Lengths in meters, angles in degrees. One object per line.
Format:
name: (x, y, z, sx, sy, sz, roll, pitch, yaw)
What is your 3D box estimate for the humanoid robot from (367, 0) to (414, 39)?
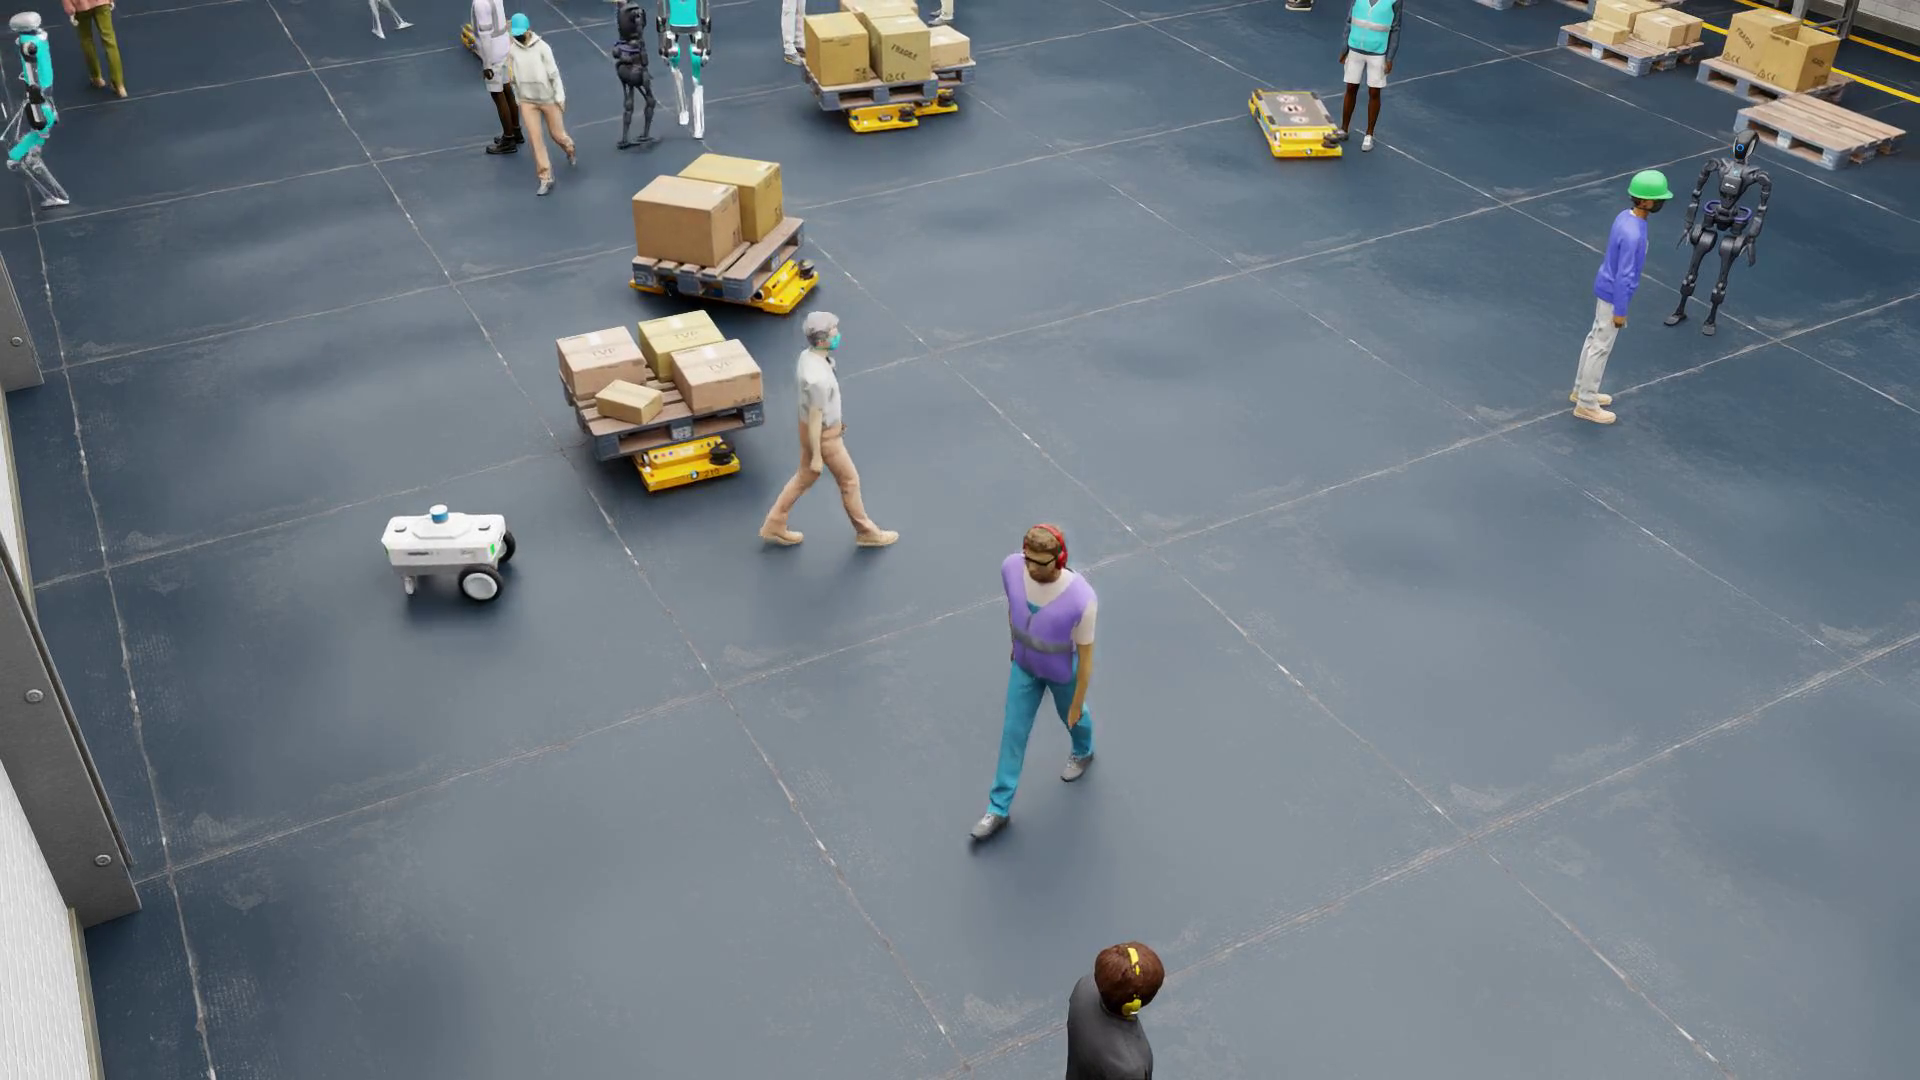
humanoid robot: (-6.613, -6.650, 18.933, 0.869, 1.777, 0.600, -6, 36, -9)

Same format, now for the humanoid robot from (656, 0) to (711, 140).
humanoid robot: (-2.721, -4.935, 16.502, 0.557, 1.783, 0.881, -5, 35, -7)

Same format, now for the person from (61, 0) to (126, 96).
person: (-9.118, -5.609, 17.384, 0.518, 1.805, 0.839, -21, 40, -27)

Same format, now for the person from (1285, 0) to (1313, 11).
person: (4.145, -7.276, 19.637, 0.366, 1.959, 0.603, 10, 36, 14)

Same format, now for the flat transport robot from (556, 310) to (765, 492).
flat transport robot: (-2.115, -0.837, 11.910, 0.659, 0.231, 1.431, -15, 38, -20)

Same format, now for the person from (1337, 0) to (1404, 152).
person: (3.943, -4.732, 16.016, 0.548, 1.941, 0.419, 19, 39, 25)

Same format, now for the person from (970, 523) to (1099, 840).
person: (0.437, 0.656, 8.454, 0.583, 1.787, 0.987, 23, 41, 29)

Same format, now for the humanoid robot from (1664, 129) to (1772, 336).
humanoid robot: (5.904, -2.386, 12.882, 0.599, 1.657, 0.315, 24, 41, 30)

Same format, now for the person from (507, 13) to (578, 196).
person: (-3.842, -4.067, 15.313, 0.504, 1.645, 0.672, 3, 35, 4)

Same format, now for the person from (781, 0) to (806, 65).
person: (-1.788, -6.161, 18.108, 0.355, 1.882, 0.573, 15, 38, 20)

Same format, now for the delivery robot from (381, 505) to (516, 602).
delivery robot: (-3.171, 0.056, 10.401, 0.782, 0.611, 0.521, -1, 35, -2)

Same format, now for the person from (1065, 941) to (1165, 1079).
person: (0.555, 2.171, 6.227, 0.357, 1.869, 0.490, -9, 36, -13)

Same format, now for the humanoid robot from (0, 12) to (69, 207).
humanoid robot: (-8.348, -3.777, 14.859, 0.792, 1.800, 0.536, -8, 36, -11)

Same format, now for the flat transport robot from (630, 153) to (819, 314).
flat transport robot: (-1.967, -2.201, 13.858, 1.431, 0.231, 0.659, 11, 37, 15)

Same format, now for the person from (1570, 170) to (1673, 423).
person: (4.675, -1.735, 11.797, 0.356, 1.874, 0.459, 9, 36, 13)

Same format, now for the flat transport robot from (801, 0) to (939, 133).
flat transport robot: (-0.941, -4.581, 17.257, 0.659, 0.231, 1.431, -10, 36, -14)

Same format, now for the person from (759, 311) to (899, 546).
person: (-0.882, -0.670, 10.424, 0.888, 1.706, 0.491, -6, 35, -9)

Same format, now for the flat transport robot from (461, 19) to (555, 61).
flat transport robot: (-5.071, -5.519, 18.596, 0.659, 0.231, 1.431, -18, 39, -24)

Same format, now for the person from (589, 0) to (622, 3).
person: (-4.321, -7.204, 19.773, 0.431, 1.682, 0.545, 6, 35, 8)

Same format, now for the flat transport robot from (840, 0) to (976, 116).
flat transport robot: (-0.569, -4.809, 17.582, 0.659, 0.231, 1.431, -11, 37, -16)

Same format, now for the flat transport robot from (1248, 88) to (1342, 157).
flat transport robot: (3.357, -4.200, 16.713, 0.659, 0.231, 1.431, -1, 35, -2)

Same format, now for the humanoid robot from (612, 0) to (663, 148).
humanoid robot: (-3.206, -4.614, 16.090, 0.464, 1.643, 0.599, -19, 39, -25)

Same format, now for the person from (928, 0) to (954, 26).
person: (-0.190, -6.883, 19.175, 0.387, 1.838, 0.563, 4, 35, 6)

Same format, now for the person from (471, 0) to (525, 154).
person: (-4.500, -4.665, 15.934, 0.381, 1.929, 0.541, 0, 35, 1)
